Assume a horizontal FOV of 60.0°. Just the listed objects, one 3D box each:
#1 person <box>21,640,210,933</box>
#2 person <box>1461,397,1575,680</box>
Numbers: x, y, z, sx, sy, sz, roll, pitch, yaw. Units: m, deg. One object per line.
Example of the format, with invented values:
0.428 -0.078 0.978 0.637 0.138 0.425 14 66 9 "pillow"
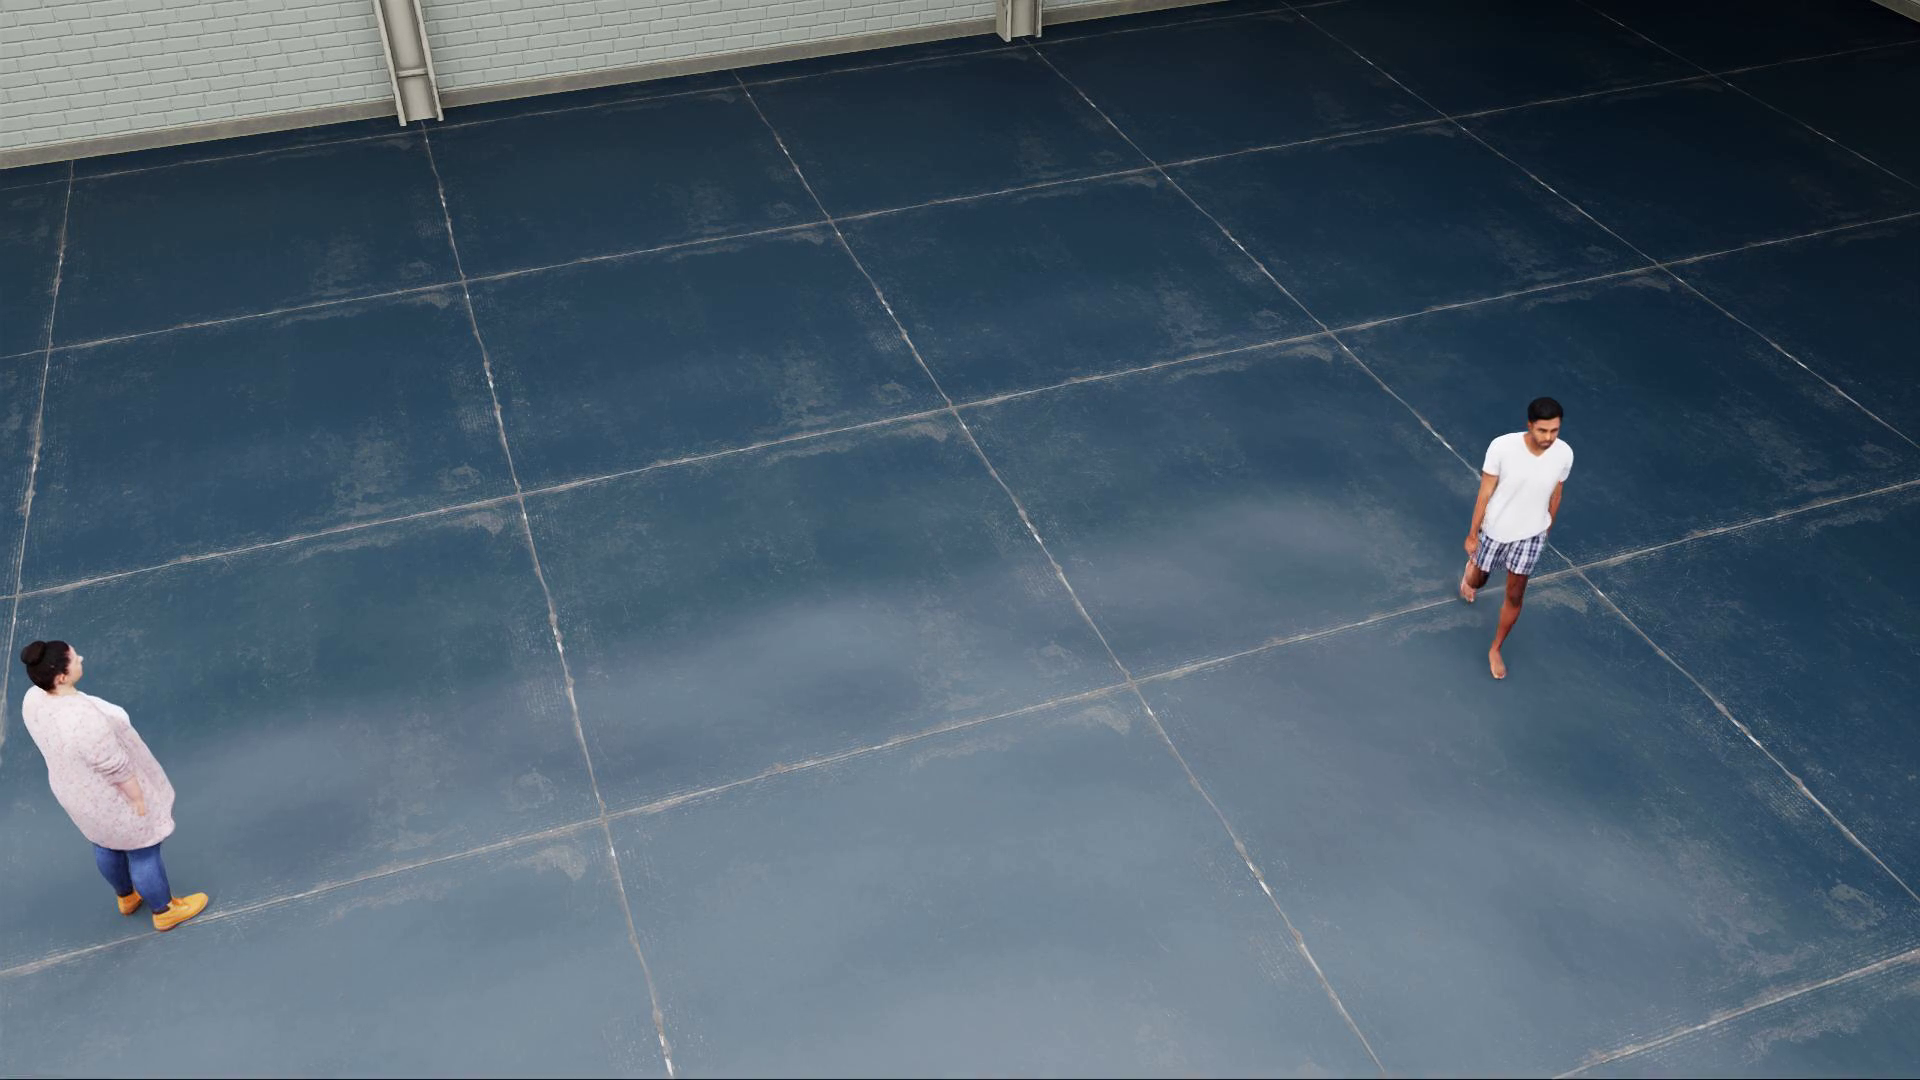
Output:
-3.938 1.121 7.612 0.797 1.745 0.838 20 42 24 "person"
3.040 -0.104 9.210 1.031 1.706 0.965 4 38 5 "person"
